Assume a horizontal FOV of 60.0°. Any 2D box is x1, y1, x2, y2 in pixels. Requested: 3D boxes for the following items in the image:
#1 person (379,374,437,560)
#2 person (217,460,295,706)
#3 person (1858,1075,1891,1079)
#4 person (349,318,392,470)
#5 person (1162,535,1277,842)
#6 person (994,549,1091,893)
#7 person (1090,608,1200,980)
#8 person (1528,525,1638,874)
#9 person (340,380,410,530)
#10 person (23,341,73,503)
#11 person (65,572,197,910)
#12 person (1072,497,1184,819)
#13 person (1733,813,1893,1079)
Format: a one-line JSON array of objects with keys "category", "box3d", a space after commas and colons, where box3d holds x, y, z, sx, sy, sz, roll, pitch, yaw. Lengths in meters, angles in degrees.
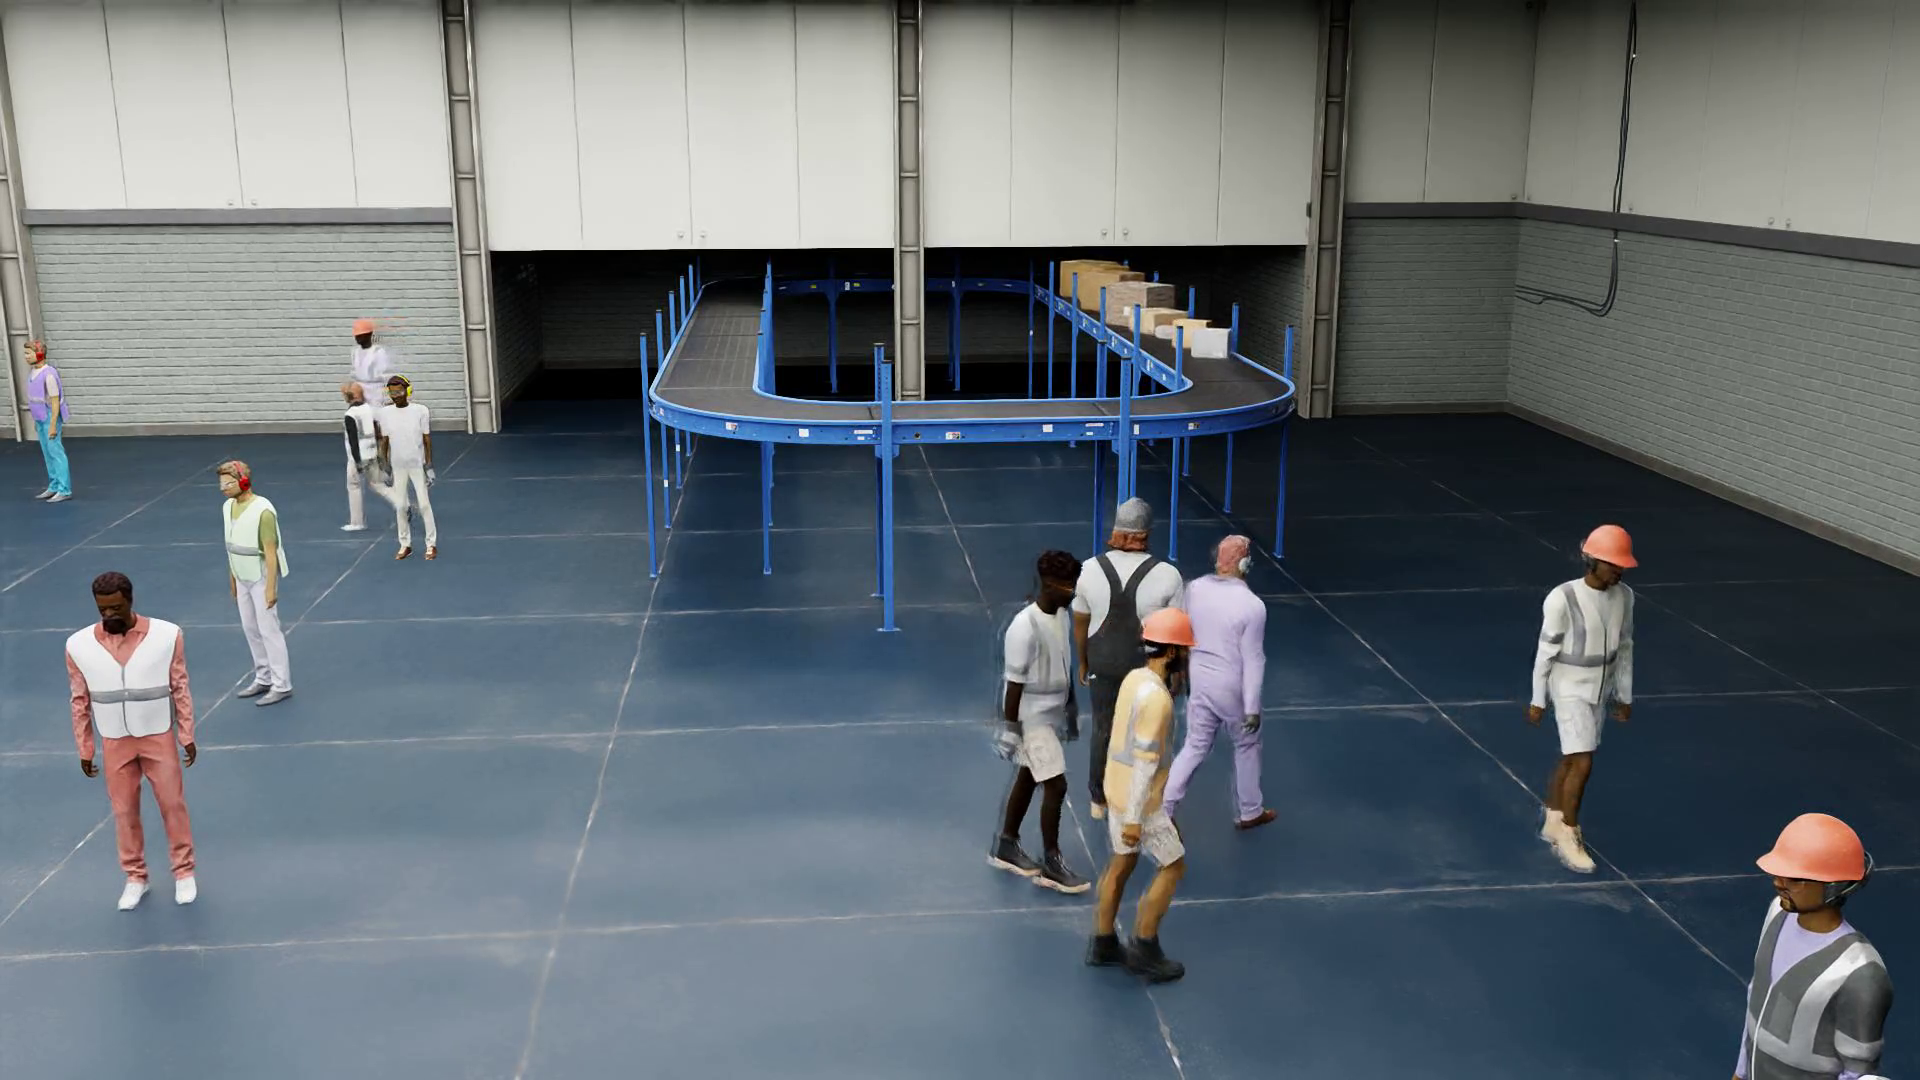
[{"category": "person", "box3d": [-5.436, -0.714, 16.403, 0.519, 1.856, 0.340, -1, 14, -3]}, {"category": "person", "box3d": [-5.231, 0.302, 12.374, 0.576, 1.831, 0.395, 10, 17, 36]}, {"category": "person", "box3d": [2.758, 2.186, 4.749, 0.356, 1.880, 0.568, -9, 16, -31]}, {"category": "person", "box3d": [-7.274, -1.772, 20.489, 0.562, 1.925, 0.430, 9, 16, 31]}, {"category": "person", "box3d": [1.529, 0.895, 9.947, 0.913, 1.867, 0.660, -12, 18, -39]}, {"category": "person", "box3d": [0.538, 1.011, 9.348, 0.804, 1.915, 0.635, 6, 15, 24]}, {"category": "person", "box3d": [0.923, 1.285, 8.346, 0.599, 1.895, 0.581, -3, 14, -10]}, {"category": "person", "box3d": [3.660, 0.910, 9.565, 0.637, 2.015, 0.749, -6, 15, -24]}, {"category": "person", "box3d": [-6.232, -0.885, 17.553, 0.660, 1.614, 0.511, 3, 14, 11]}, {"category": "person", "box3d": [-10.391, -1.352, 18.958, 0.565, 1.846, 0.390, 13, 19, 41]}, {"category": "person", "box3d": [-4.512, 1.082, 9.106, 0.597, 1.907, 0.407, -5, 15, -18]}, {"category": "person", "box3d": [1.054, 0.729, 10.238, 0.688, 2.000, 0.536, 5, 15, 17]}, {"category": "person", "box3d": [2.795, 1.883, 5.613, 0.377, 2.045, 0.605, -1, 14, -5]}]
